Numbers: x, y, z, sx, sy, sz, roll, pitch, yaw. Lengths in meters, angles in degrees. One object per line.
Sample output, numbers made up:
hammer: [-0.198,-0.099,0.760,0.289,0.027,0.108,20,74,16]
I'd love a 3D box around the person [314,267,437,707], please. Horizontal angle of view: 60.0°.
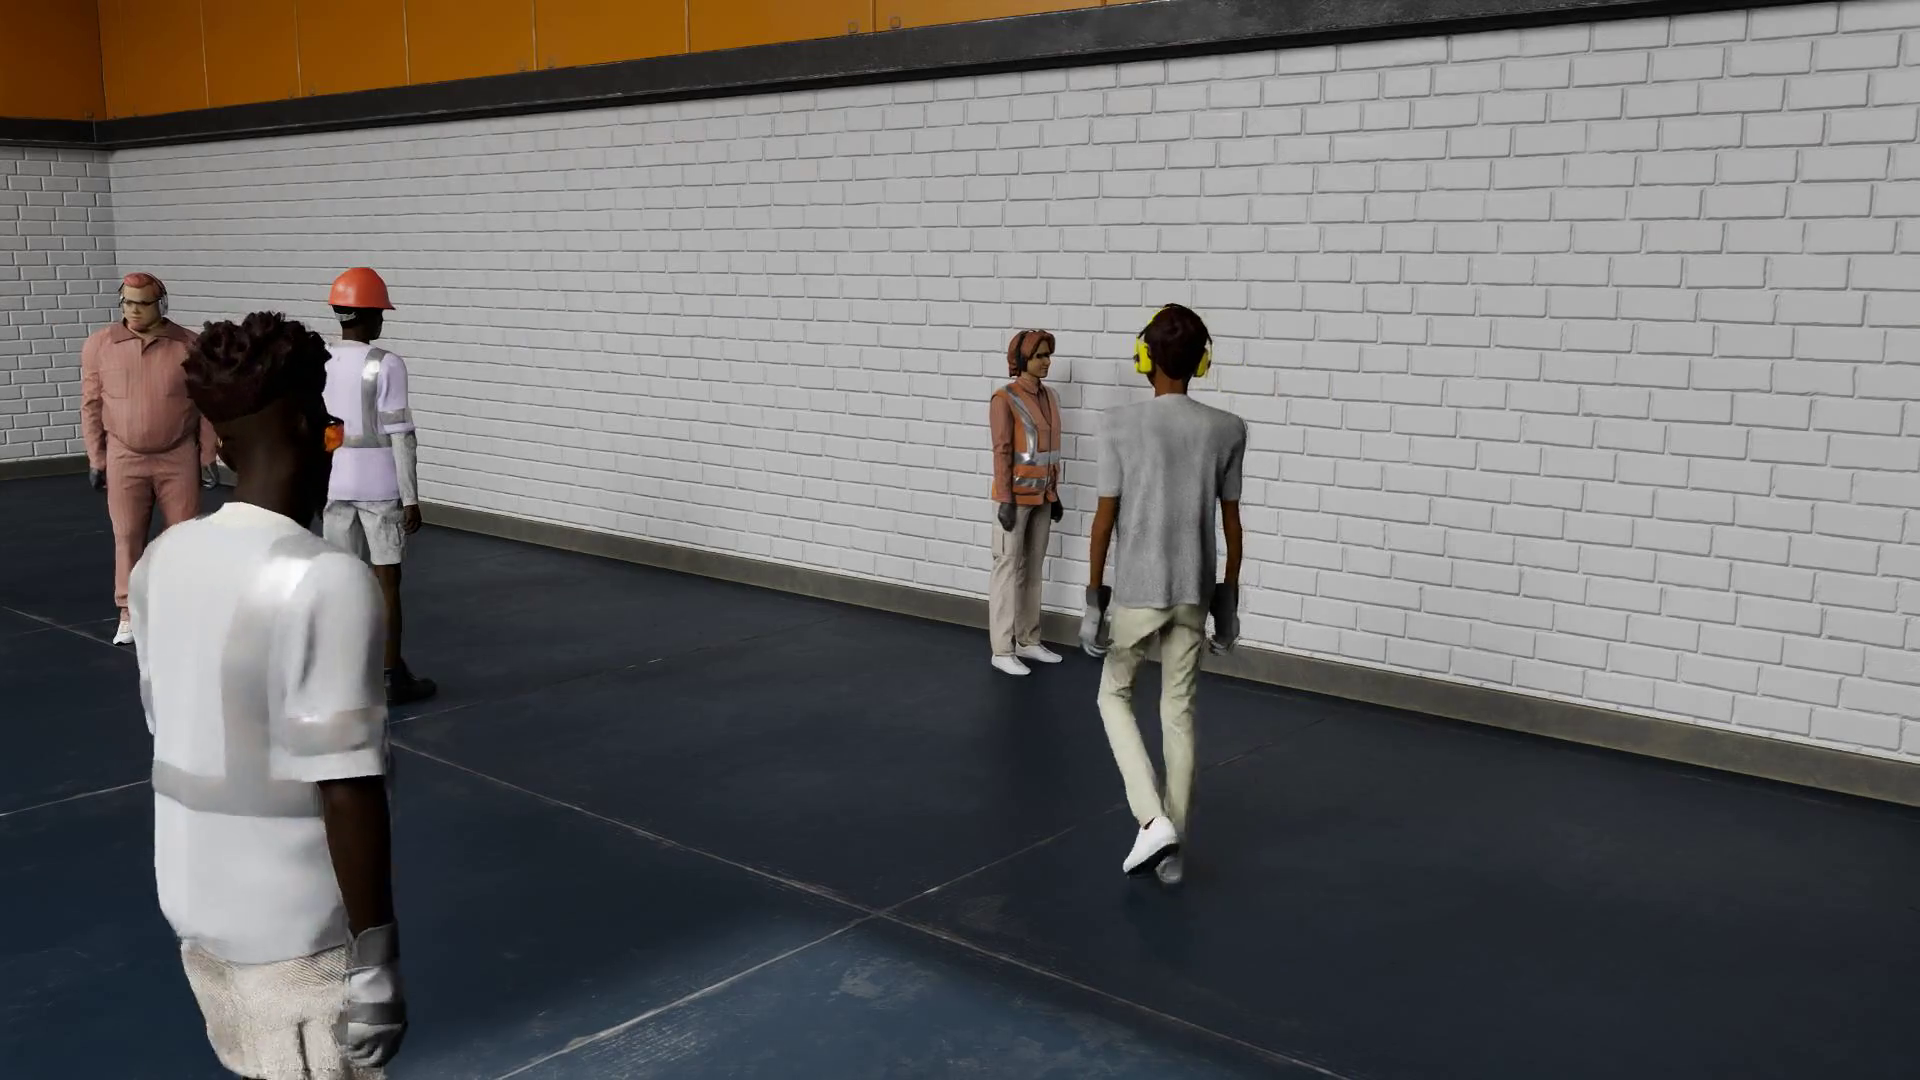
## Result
person: [-2.630,-0.231,7.389,0.551,1.935,0.375,3,10,17]

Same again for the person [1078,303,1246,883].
person: [0.636,0.186,5.260,0.546,1.853,0.414,-2,10,-10]

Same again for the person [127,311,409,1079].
person: [-1.093,0.606,2.707,0.782,1.928,0.446,9,13,41]

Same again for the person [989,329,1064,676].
person: [0.319,-0.186,7.979,0.313,1.642,0.513,7,12,35]

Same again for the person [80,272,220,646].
person: [-4.146,-0.416,8.551,0.636,1.903,0.405,-4,11,-23]
